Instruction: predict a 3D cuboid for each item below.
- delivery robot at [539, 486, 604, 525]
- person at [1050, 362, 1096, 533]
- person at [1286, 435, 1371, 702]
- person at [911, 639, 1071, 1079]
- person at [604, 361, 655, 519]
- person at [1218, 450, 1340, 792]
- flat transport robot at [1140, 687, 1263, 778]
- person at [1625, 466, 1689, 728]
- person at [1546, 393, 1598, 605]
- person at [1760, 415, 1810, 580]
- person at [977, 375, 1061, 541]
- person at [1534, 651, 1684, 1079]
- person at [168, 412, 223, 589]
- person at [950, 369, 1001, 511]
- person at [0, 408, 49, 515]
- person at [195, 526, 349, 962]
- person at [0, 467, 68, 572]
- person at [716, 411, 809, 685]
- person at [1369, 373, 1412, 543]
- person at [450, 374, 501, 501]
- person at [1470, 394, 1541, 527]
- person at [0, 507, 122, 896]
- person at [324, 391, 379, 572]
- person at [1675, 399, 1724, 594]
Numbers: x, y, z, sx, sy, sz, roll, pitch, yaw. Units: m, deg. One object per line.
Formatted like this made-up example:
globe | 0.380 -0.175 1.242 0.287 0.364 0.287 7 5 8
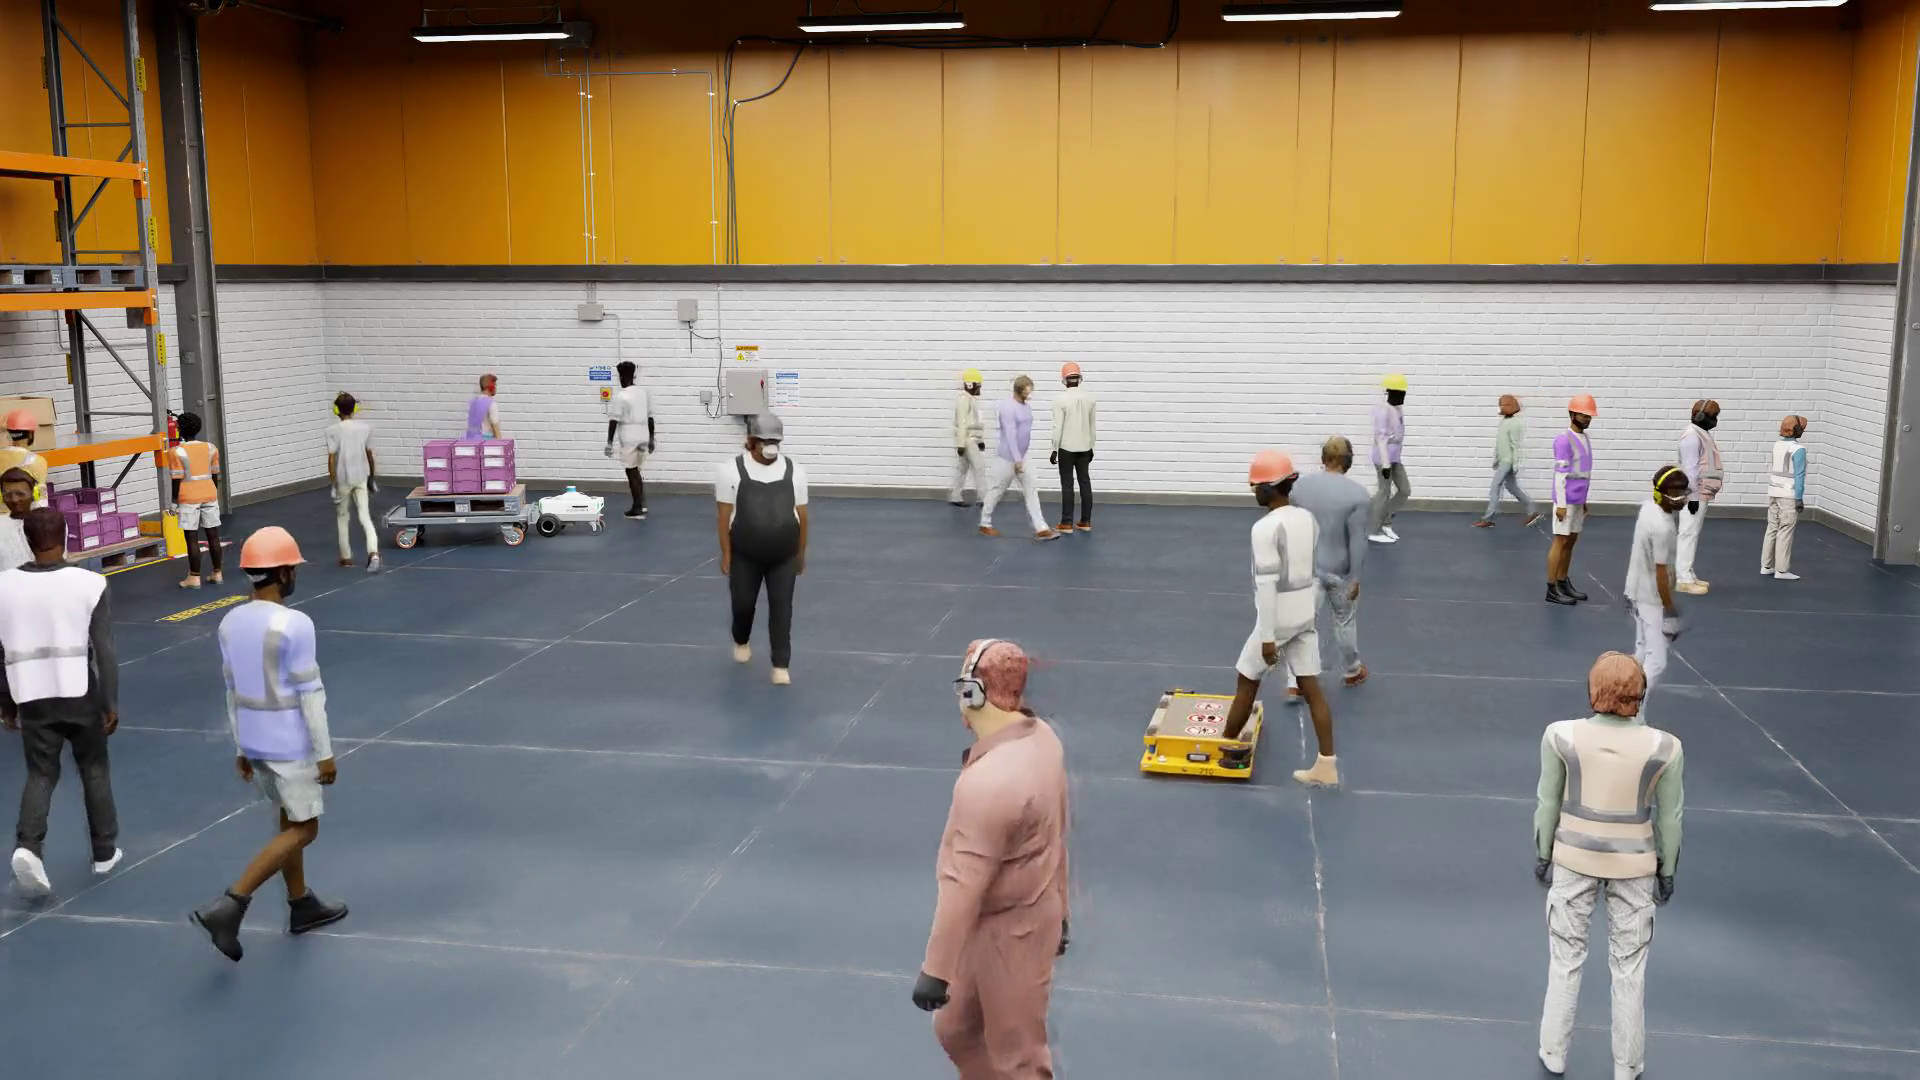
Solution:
delivery robot | -4.485 -0.378 19.220 0.707 0.478 0.477 -1 9 -4
person | 1.309 -1.080 19.421 0.612 1.991 0.392 -6 11 -31
person | 2.621 0.194 11.847 0.644 1.888 1.022 7 11 36
person | 0.101 1.254 5.274 0.536 1.884 0.616 0 9 0
person | -4.056 -1.231 20.493 0.484 1.941 0.629 5 10 27
person | 1.854 0.458 9.880 0.653 1.983 1.040 -9 12 -43
flat transport robot | 1.560 1.205 10.566 0.652 0.197 1.431 2 9 13
person | 4.436 0.418 10.672 0.343 1.834 0.643 2 9 11
person | 5.629 -0.379 15.249 0.376 1.934 0.548 8 12 42
person | 8.173 -0.422 16.461 0.316 1.629 0.508 0 9 -1
person | 0.629 -0.920 18.822 1.061 1.887 0.650 6 11 35
person | 2.410 1.229 6.220 0.524 1.632 0.314 3 10 20
person | -7.352 -0.379 15.989 0.319 1.700 0.544 5 10 29
person | 0.226 -1.269 21.153 0.798 1.798 0.617 1 9 7
person | -7.866 -0.139 13.871 0.560 1.912 0.886 1 9 9
person | -3.083 0.902 7.375 0.558 1.915 0.746 6 11 33
person | -5.834 0.443 10.440 0.521 1.851 0.727 -4 10 -23
person | -1.453 0.035 12.351 0.691 2.000 0.684 -2 9 -15
person | 4.824 -0.911 18.628 0.450 1.908 0.626 6 11 33
person | -5.856 -1.102 20.163 0.792 1.813 0.598 -8 12 -42
person | 6.540 -0.938 19.767 0.824 1.596 0.512 0 9 2
person | -4.455 0.792 8.164 0.602 1.887 0.725 -2 9 -15
person | -6.161 -0.594 16.912 0.526 1.842 0.923 -7 11 -36
person | 7.004 -0.417 15.794 0.429 1.837 0.621 5 10 29
